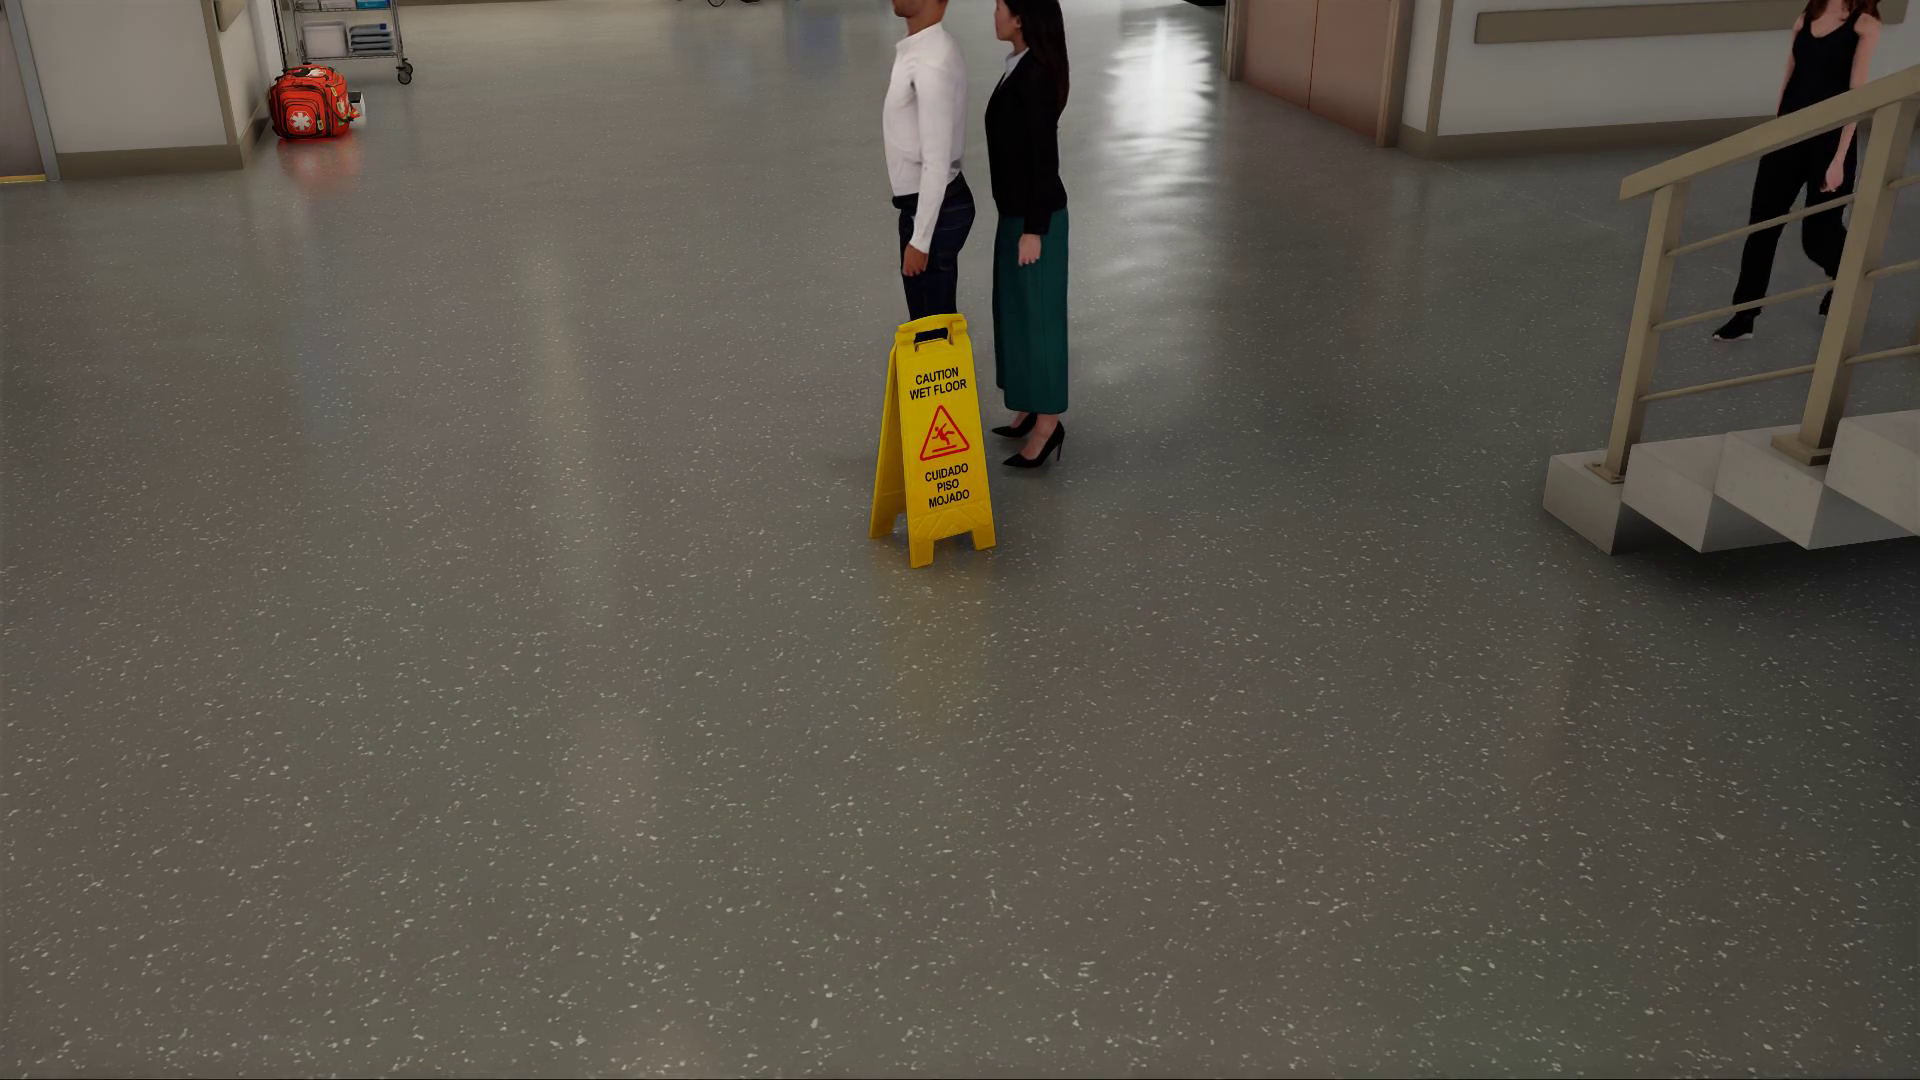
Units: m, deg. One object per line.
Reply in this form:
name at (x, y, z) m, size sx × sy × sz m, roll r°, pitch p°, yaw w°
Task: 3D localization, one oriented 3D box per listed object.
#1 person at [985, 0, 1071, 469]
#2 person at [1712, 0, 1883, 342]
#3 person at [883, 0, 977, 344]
person at (0.250, -1.110, 5.889) m, size 0.730 × 1.738 × 0.535 m, roll -2°, pitch 26°, yaw -4°
person at (3.714, -1.686, 7.109) m, size 0.913 × 1.717 × 1.136 m, roll -17°, pitch 31°, yaw -31°
person at (-0.089, -1.123, 5.766) m, size 0.751 × 1.869 × 0.626 m, roll 1°, pitch 26°, yaw 3°
